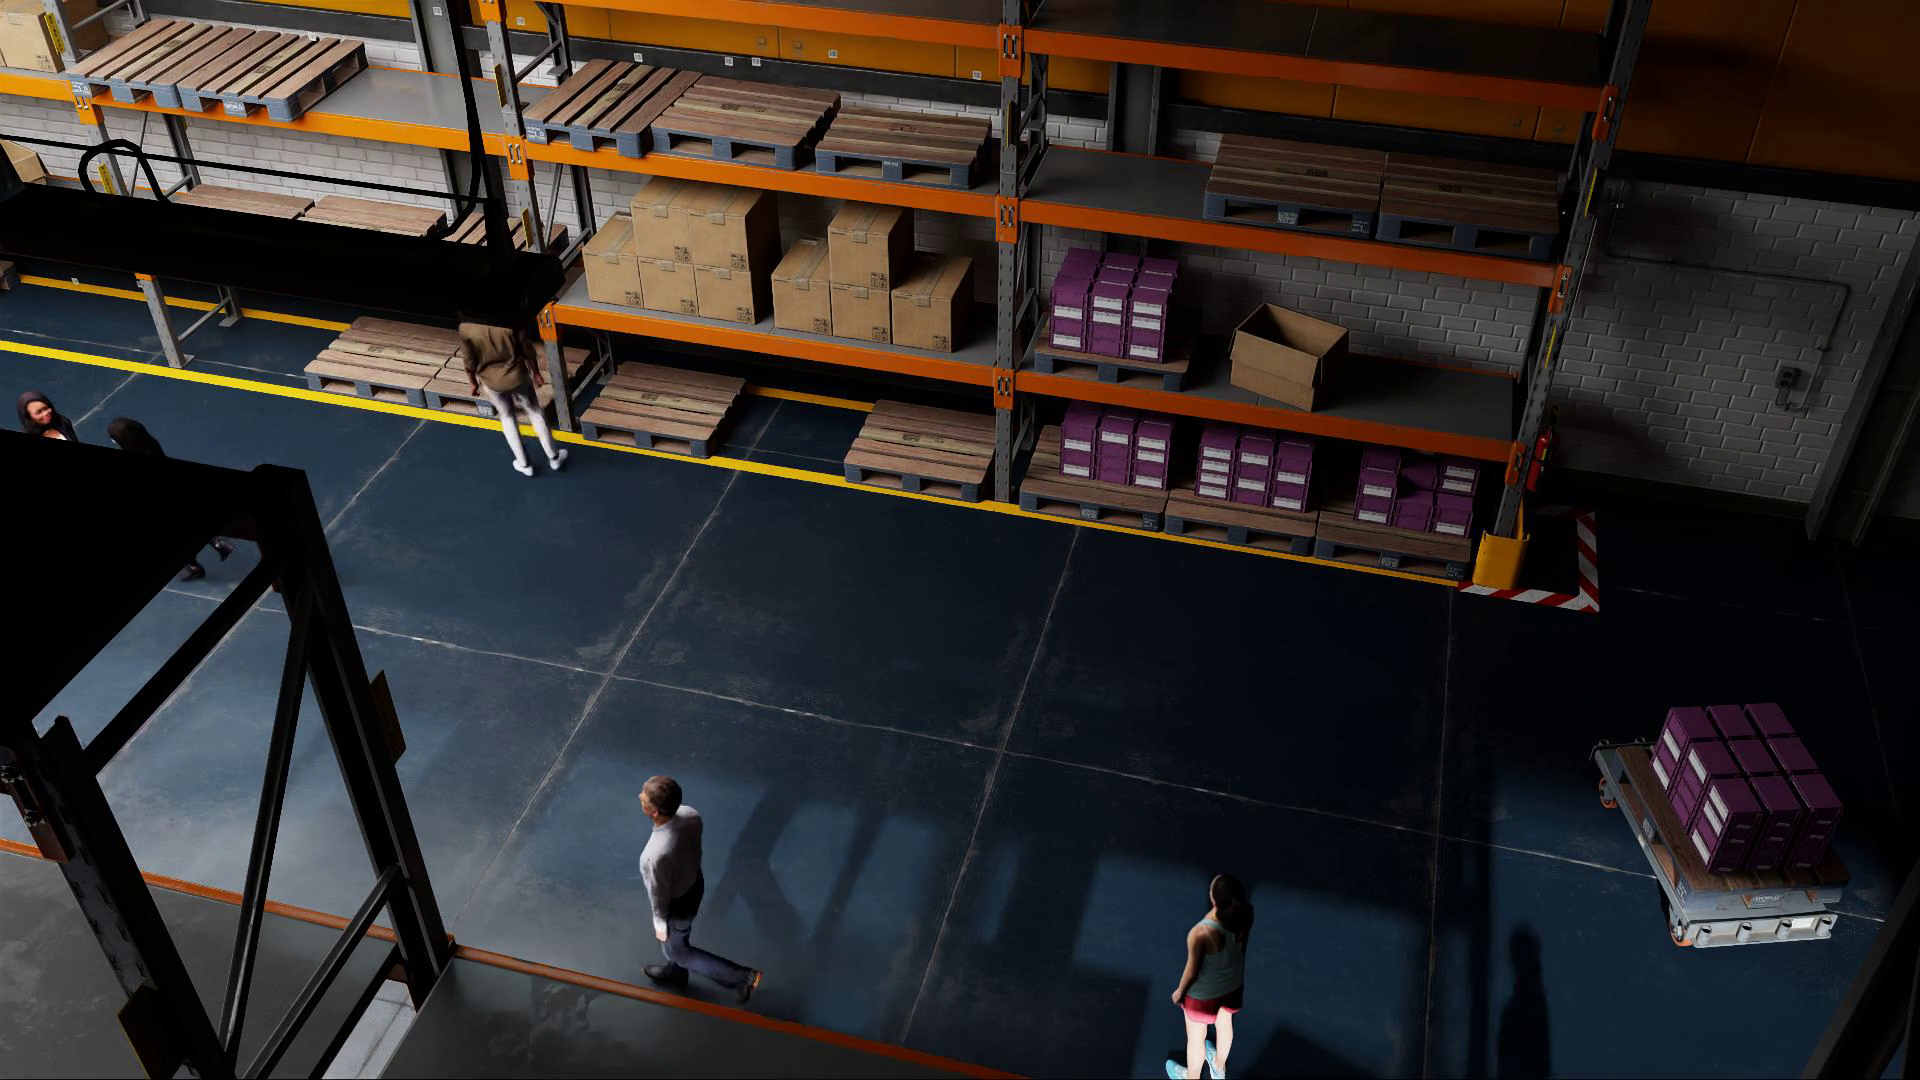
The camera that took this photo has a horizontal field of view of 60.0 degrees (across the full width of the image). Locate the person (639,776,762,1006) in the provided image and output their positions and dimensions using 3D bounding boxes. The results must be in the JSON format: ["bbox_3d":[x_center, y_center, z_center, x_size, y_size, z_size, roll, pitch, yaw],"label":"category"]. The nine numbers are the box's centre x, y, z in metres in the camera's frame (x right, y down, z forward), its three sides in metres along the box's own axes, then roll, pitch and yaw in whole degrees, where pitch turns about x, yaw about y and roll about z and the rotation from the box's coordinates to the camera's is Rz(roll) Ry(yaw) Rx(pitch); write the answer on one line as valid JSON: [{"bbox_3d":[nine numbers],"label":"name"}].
[{"bbox_3d":[-1.562,2.068,9.569,1.023,1.800,0.660,9,39,11],"label":"person"}]

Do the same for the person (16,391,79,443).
[{"bbox_3d":[-6.949,-0.448,12.868,0.692,1.615,0.696,18,42,22],"label":"person"}]

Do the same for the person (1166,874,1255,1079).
[{"bbox_3d":[1.389,2.434,9.139,0.703,1.765,0.766,-18,42,-22],"label":"person"}]

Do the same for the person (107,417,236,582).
[{"bbox_3d":[-5.974,-0.315,12.689,0.906,1.631,0.830,-6,39,-7],"label":"person"}]

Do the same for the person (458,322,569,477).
[{"bbox_3d":[-3.721,-1.295,13.793,0.806,1.784,0.981,-3,39,-3],"label":"person"}]
